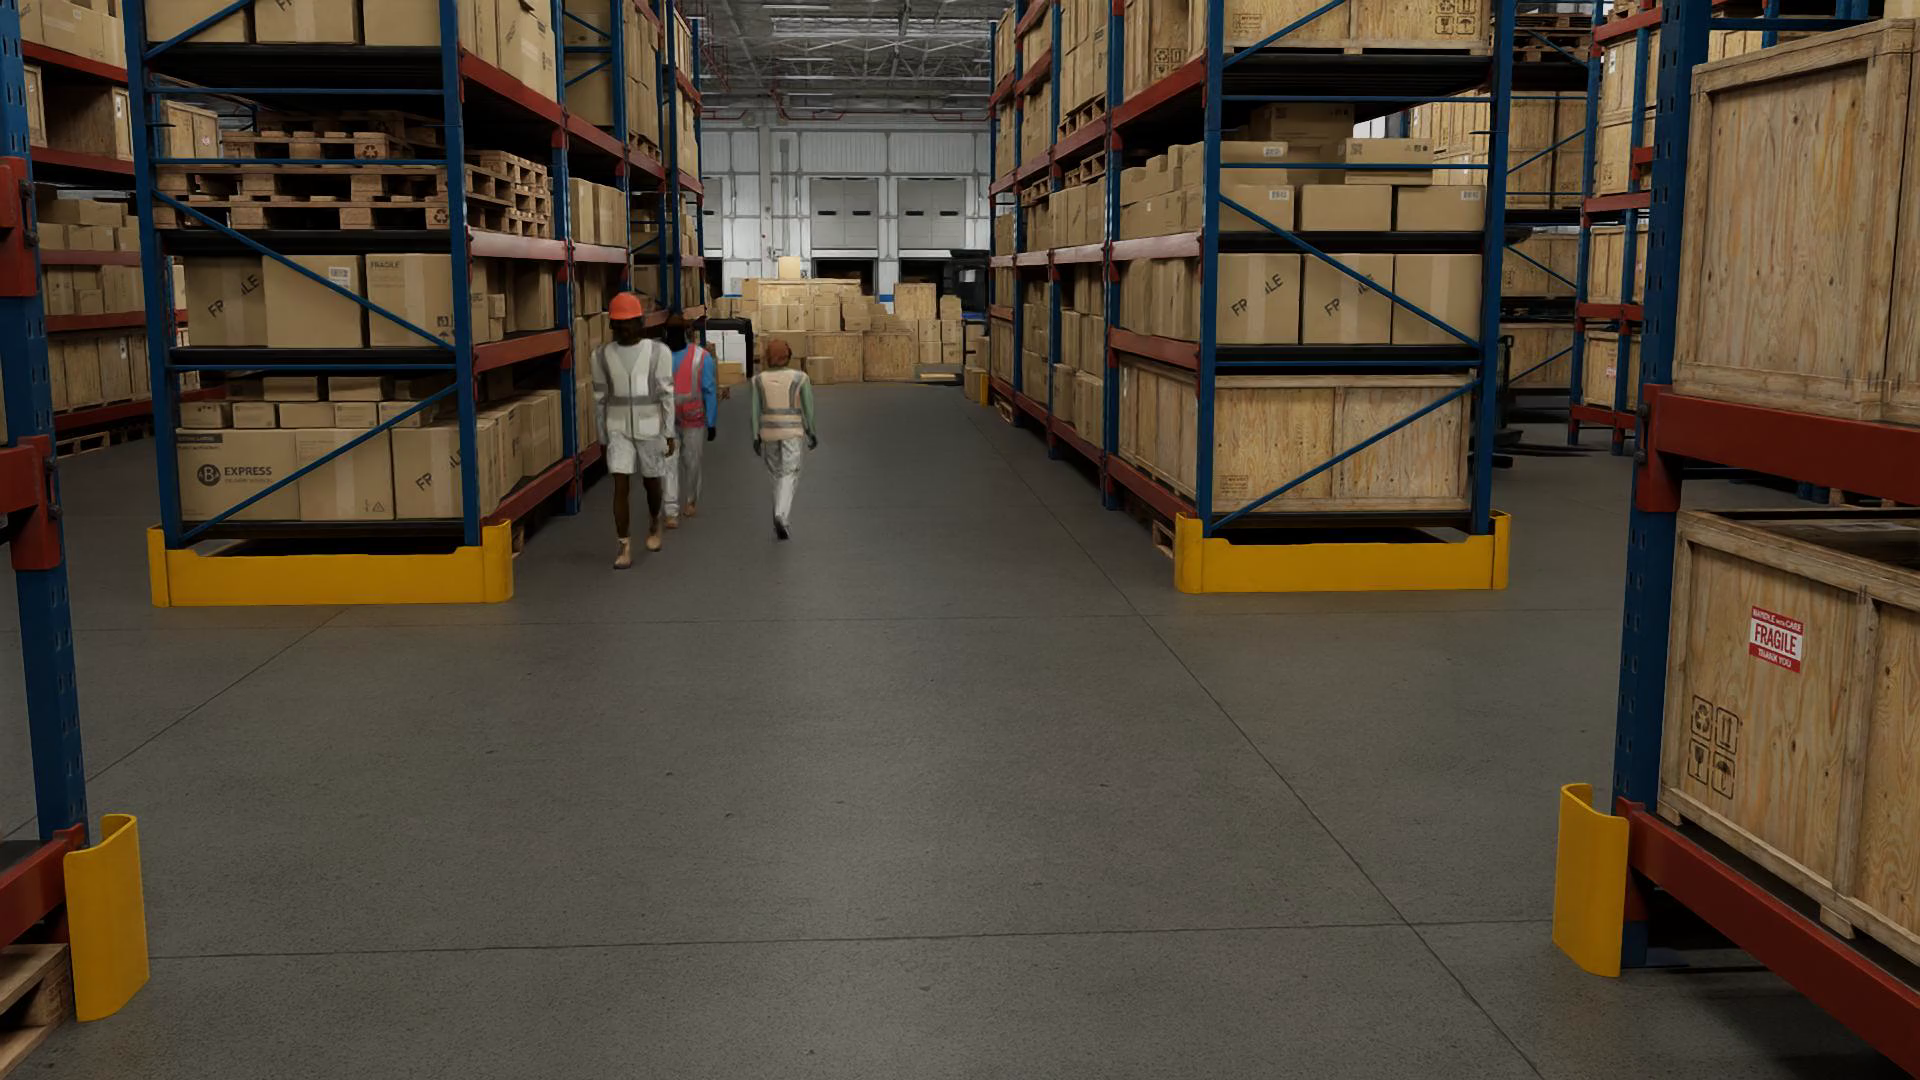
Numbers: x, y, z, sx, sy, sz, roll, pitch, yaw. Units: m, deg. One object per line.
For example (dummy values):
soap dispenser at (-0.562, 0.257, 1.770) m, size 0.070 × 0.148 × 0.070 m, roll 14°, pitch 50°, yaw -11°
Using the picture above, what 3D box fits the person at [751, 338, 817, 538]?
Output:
person at (-1.463, -0.835, 13.552) m, size 0.519 × 1.608 × 0.762 m, roll 2°, pitch 9°, yaw 12°

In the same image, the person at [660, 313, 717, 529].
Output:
person at (-2.387, -1.034, 14.221) m, size 0.625 × 1.808 × 0.910 m, roll -1°, pitch 9°, yaw -4°

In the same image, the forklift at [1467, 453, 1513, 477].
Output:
forklift at (4.899, -2.169, 17.951) m, size 1.873 × 2.768 × 1.129 m, roll 8°, pitch 12°, yaw 41°

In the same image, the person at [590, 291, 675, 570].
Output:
person at (-2.405, -0.832, 12.308) m, size 0.612 × 2.010 × 0.951 m, roll -1°, pitch 9°, yaw -6°

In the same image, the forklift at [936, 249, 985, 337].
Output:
forklift at (0.202, -6.630, 45.958) m, size 1.129 × 2.768 × 1.873 m, roll 5°, pitch 10°, yaw 29°

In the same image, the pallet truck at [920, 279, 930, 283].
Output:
pallet truck at (-0.932, -8.922, 63.114) m, size 1.885 × 1.965 × 0.823 m, roll 2°, pitch 9°, yaw 13°
